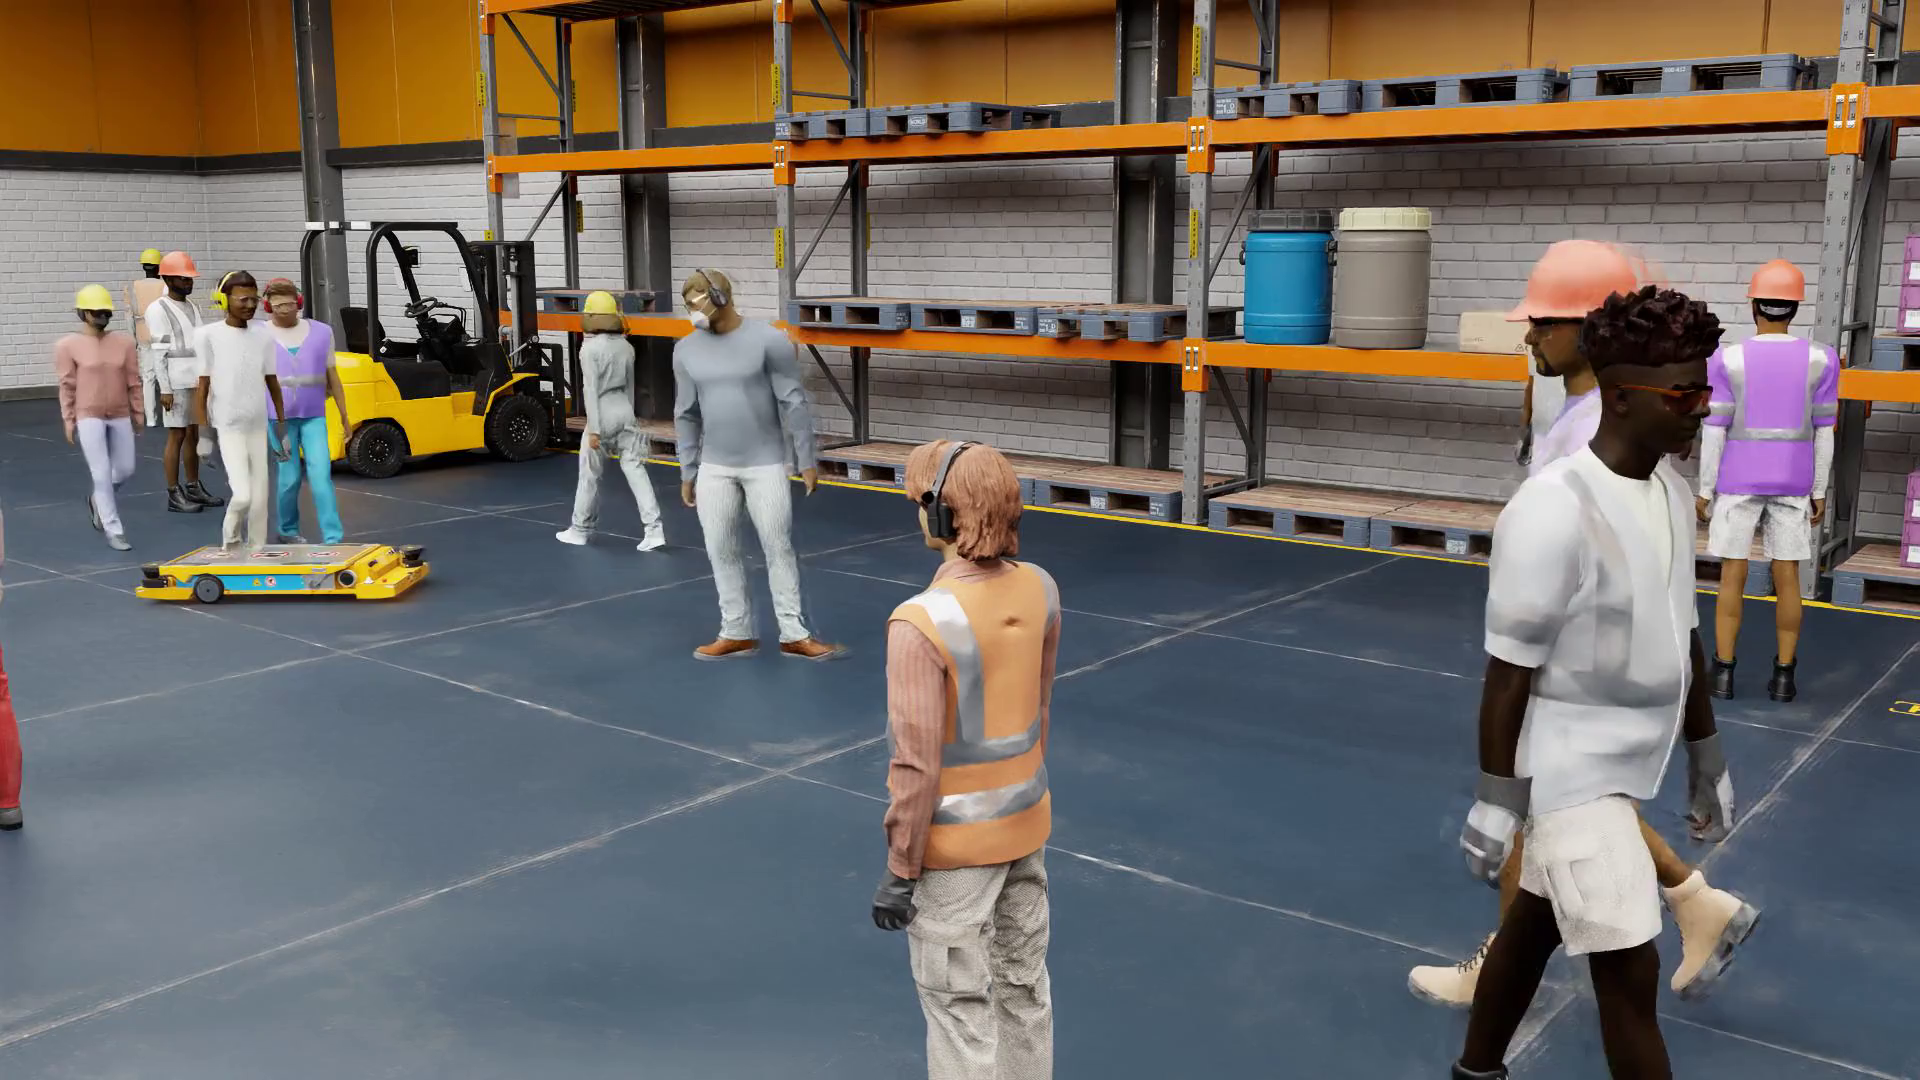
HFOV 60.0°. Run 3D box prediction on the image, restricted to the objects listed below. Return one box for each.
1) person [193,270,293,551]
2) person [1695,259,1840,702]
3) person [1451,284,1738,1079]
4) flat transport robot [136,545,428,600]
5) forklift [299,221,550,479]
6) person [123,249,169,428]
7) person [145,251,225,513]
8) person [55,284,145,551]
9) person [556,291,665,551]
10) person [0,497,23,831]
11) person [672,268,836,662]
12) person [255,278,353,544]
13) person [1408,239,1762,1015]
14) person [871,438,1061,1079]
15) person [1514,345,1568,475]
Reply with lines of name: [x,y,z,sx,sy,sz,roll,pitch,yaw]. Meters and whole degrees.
person: [-4.091,-0.612,9.550,0.385,1.850,0.536,7,12,34]
person: [3.518,-0.251,7.303,0.542,1.939,0.362,3,11,15]
person: [1.385,0.474,3.305,0.941,1.923,0.637,10,14,43]
flat transport robot: [-3.874,0.176,9.562,1.431,0.197,0.652,0,10,-2]
forklift: [-4.922,-1.741,14.854,1.214,2.155,2.313,8,13,38]
person: [-8.674,-2.171,17.977,0.590,1.927,0.367,-2,10,-13]
person: [-5.778,-1.175,12.426,0.360,1.935,0.552,2,10,8]
person: [-5.696,-0.817,10.998,0.680,1.743,0.526,8,13,38]
person: [-2.278,-0.774,10.878,0.912,1.700,0.500,7,12,34]
person: [-3.422,0.163,5.514,0.327,1.760,0.524,5,11,24]
person: [-0.979,-0.332,7.904,0.793,1.902,0.386,3,11,14]
person: [-4.210,-0.769,10.585,0.649,1.796,0.823,-7,12,-35]
person: [1.611,0.263,4.205,0.776,2.025,0.626,4,11,22]
person: [0.020,0.613,3.343,0.310,1.642,0.514,7,12,34]
person: [3.364,-0.582,9.366,0.320,1.860,0.525,-6,12,-30]
